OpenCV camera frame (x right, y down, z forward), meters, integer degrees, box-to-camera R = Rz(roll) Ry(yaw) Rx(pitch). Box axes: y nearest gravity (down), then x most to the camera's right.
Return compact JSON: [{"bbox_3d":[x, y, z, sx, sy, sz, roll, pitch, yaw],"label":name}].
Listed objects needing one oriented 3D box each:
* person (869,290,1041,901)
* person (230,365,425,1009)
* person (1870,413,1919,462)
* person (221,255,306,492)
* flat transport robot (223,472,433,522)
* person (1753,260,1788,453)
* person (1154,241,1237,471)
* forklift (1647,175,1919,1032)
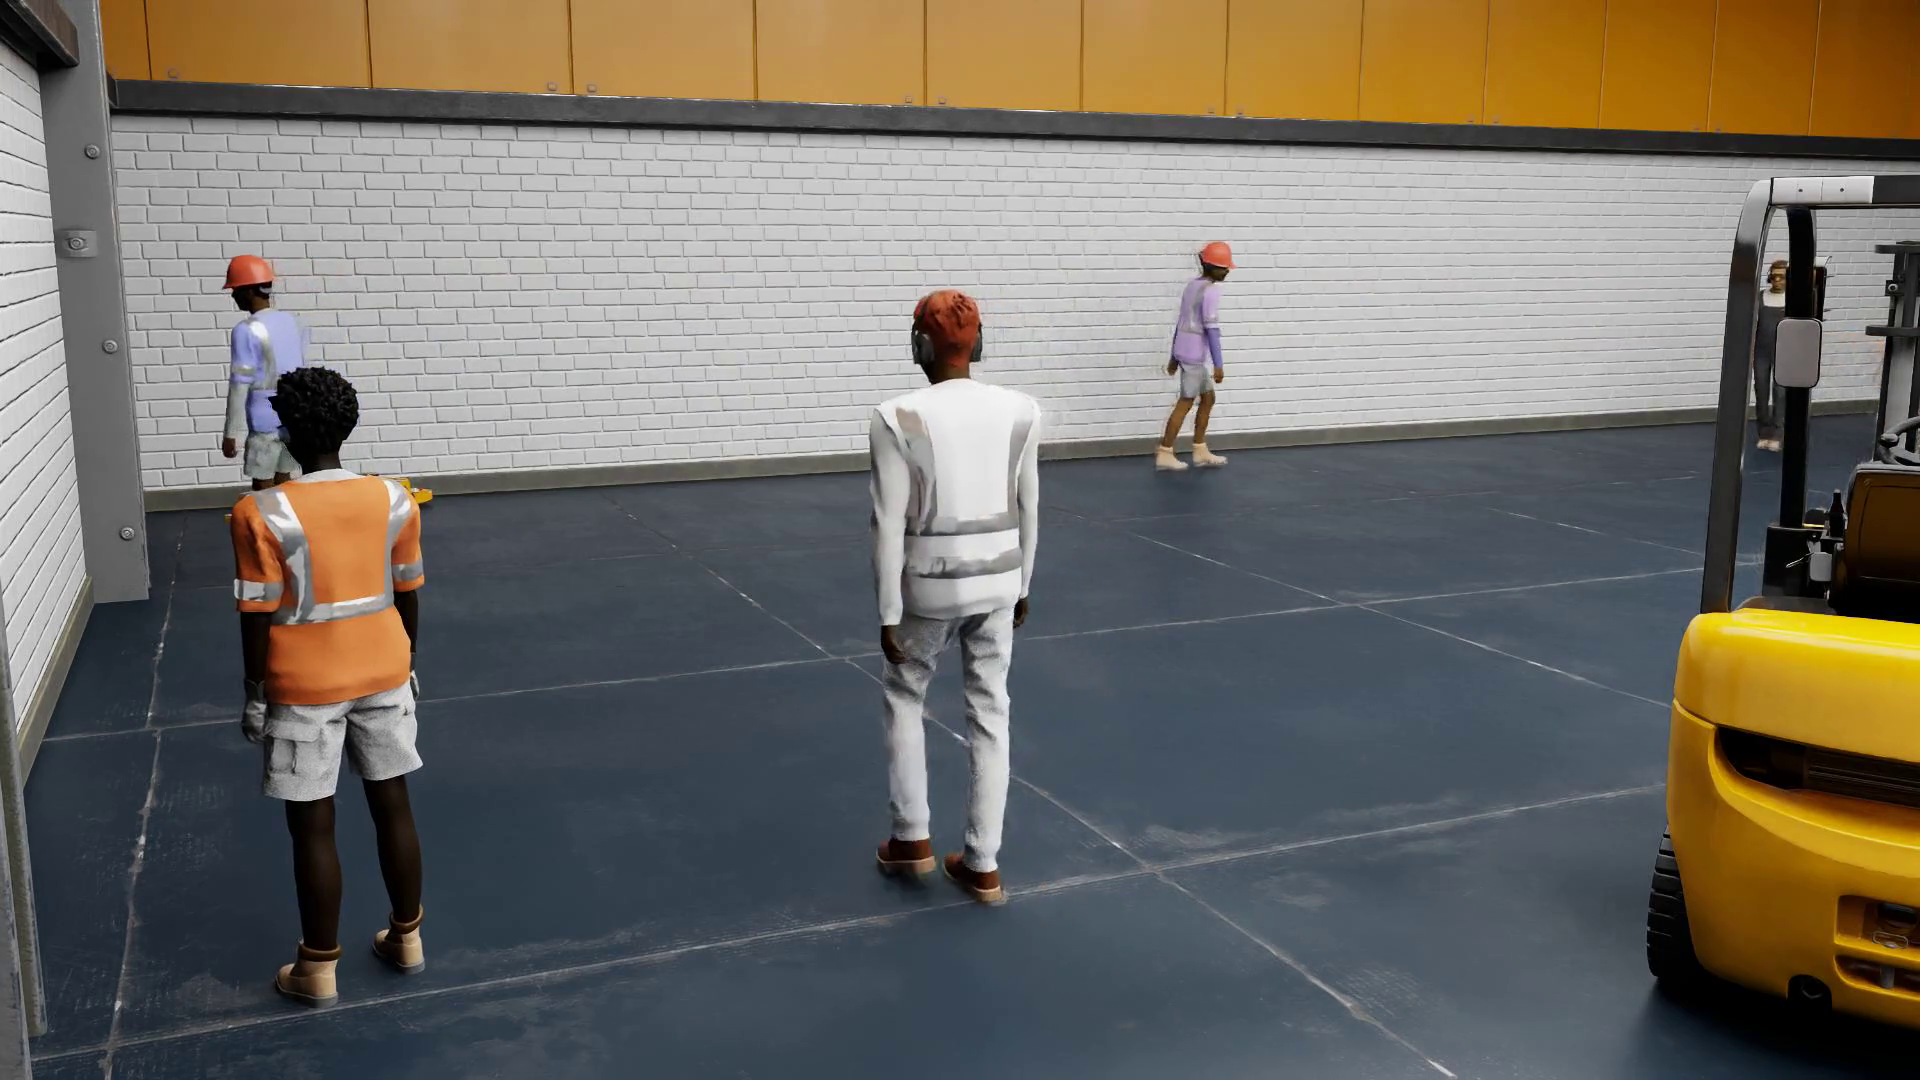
[{"bbox_3d":[-0.028,0.166,5.165,0.590,1.861,0.599,-4,11,-20],"label":"person"},{"bbox_3d":[-1.666,0.386,4.443,0.318,1.691,0.532,8,13,38],"label":"person"},{"bbox_3d":[4.089,-0.092,7.332,0.761,1.608,0.542,1,10,5],"label":"person"},{"bbox_3d":[-4.072,-0.703,9.782,0.401,1.925,0.603,3,11,15],"label":"person"},{"bbox_3d":[-4.589,-0.303,12.151,0.652,0.197,1.431,4,11,21],"label":"flat transport robot"},{"bbox_3d":[7.697,-1.736,15.799,0.515,1.813,0.754,7,12,32],"label":"person"},{"bbox_3d":[2.068,-1.584,14.447,0.815,1.989,0.622,-1,10,-5],"label":"person"},{"bbox_3d":[2.810,0.094,4.662,1.214,2.155,2.313,7,12,34],"label":"forklift"}]
